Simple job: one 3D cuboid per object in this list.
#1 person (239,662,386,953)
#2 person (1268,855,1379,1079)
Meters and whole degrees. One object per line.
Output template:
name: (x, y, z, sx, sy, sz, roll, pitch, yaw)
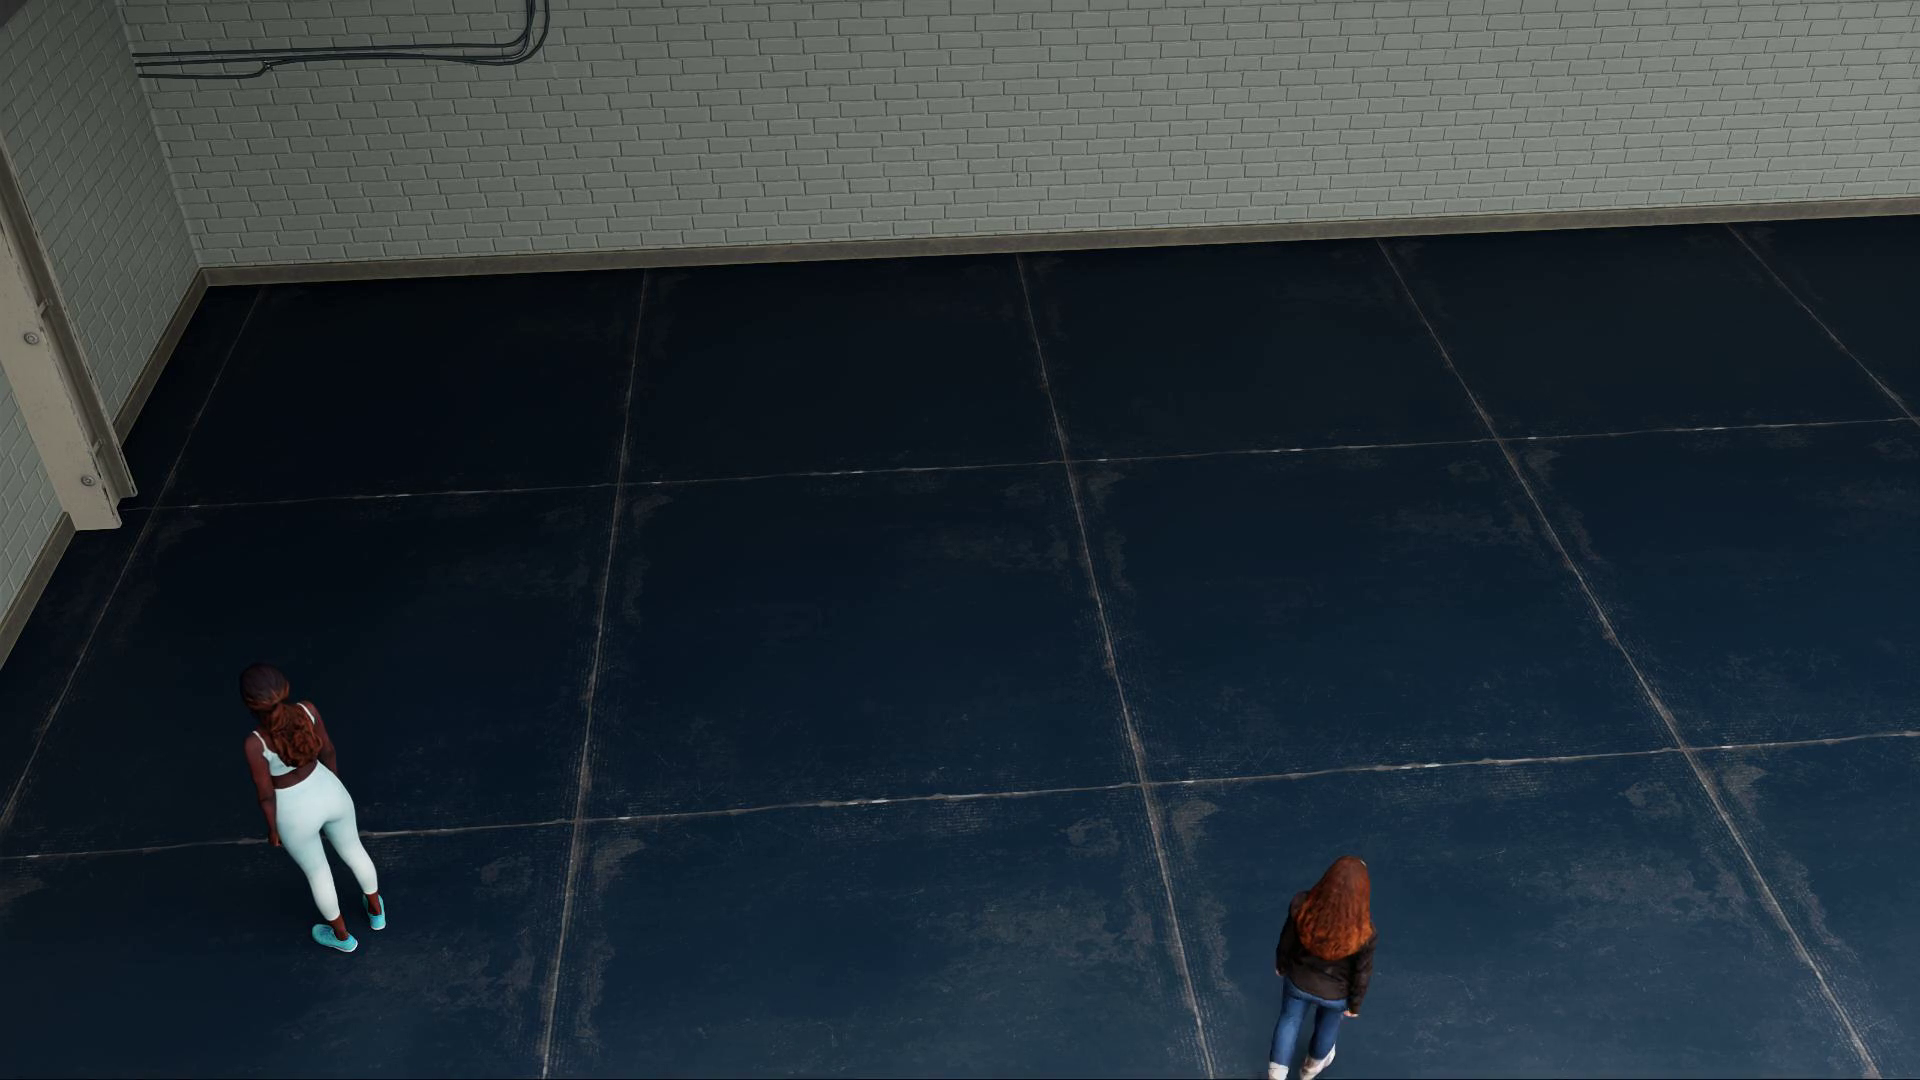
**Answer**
person: (-2.973, 1.231, 7.609, 0.712, 1.724, 0.649, 27, 45, 30)
person: (1.490, 1.887, 6.975, 0.794, 1.471, 0.913, 17, 41, 21)
